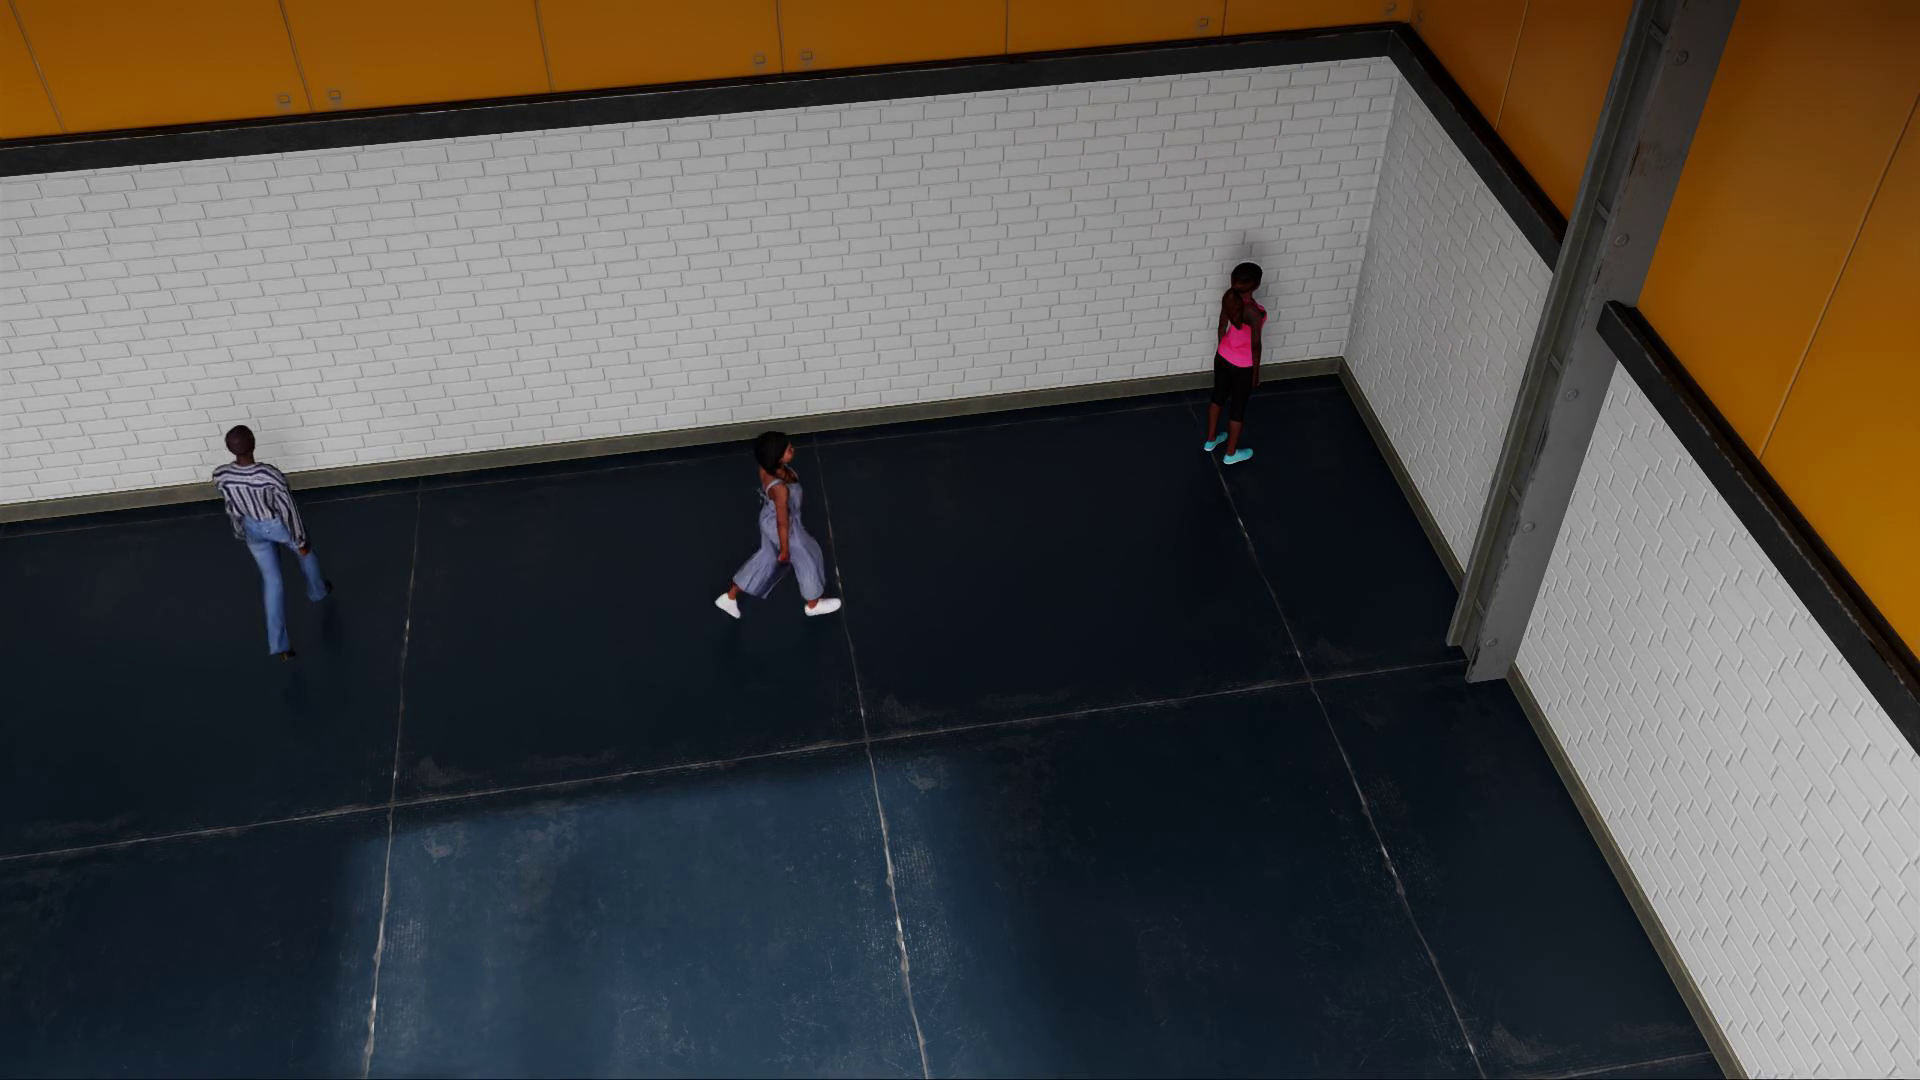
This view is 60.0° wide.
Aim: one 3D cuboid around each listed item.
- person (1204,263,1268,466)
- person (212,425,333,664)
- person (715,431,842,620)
[{"bbox_3d":[2.031,-1.313,12.279,0.701,1.723,0.611,-26,50,-25],"label":"person"},{"bbox_3d":[-4.501,0.038,10.835,0.762,1.757,1.161,-1,44,-1],"label":"person"},{"bbox_3d":[-1.256,-0.056,10.996,0.776,1.672,1.062,-15,46,-15],"label":"person"}]
